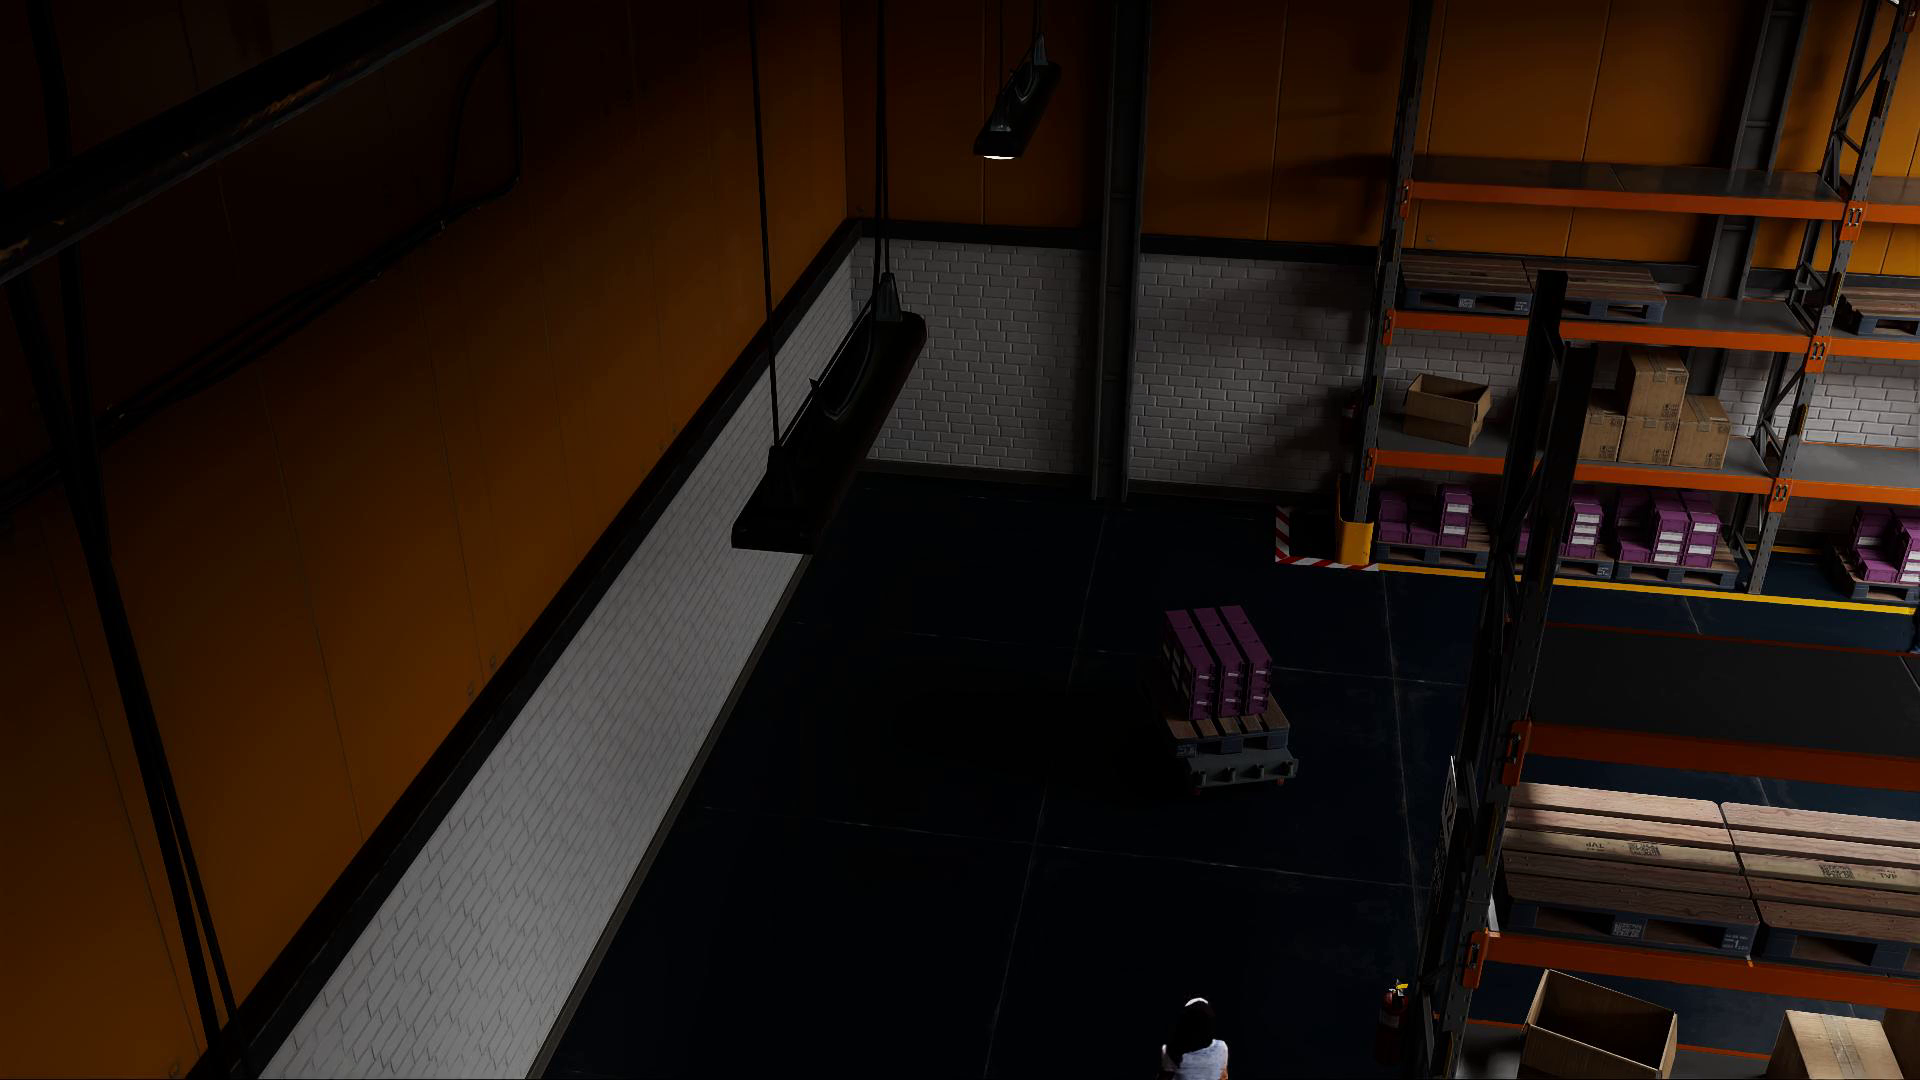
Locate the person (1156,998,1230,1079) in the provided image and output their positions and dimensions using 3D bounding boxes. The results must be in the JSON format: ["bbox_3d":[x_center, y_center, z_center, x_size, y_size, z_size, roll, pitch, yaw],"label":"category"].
[{"bbox_3d":[1.379,3.477,9.750,0.831,1.802,0.834,-3,29,-5],"label":"person"}]
